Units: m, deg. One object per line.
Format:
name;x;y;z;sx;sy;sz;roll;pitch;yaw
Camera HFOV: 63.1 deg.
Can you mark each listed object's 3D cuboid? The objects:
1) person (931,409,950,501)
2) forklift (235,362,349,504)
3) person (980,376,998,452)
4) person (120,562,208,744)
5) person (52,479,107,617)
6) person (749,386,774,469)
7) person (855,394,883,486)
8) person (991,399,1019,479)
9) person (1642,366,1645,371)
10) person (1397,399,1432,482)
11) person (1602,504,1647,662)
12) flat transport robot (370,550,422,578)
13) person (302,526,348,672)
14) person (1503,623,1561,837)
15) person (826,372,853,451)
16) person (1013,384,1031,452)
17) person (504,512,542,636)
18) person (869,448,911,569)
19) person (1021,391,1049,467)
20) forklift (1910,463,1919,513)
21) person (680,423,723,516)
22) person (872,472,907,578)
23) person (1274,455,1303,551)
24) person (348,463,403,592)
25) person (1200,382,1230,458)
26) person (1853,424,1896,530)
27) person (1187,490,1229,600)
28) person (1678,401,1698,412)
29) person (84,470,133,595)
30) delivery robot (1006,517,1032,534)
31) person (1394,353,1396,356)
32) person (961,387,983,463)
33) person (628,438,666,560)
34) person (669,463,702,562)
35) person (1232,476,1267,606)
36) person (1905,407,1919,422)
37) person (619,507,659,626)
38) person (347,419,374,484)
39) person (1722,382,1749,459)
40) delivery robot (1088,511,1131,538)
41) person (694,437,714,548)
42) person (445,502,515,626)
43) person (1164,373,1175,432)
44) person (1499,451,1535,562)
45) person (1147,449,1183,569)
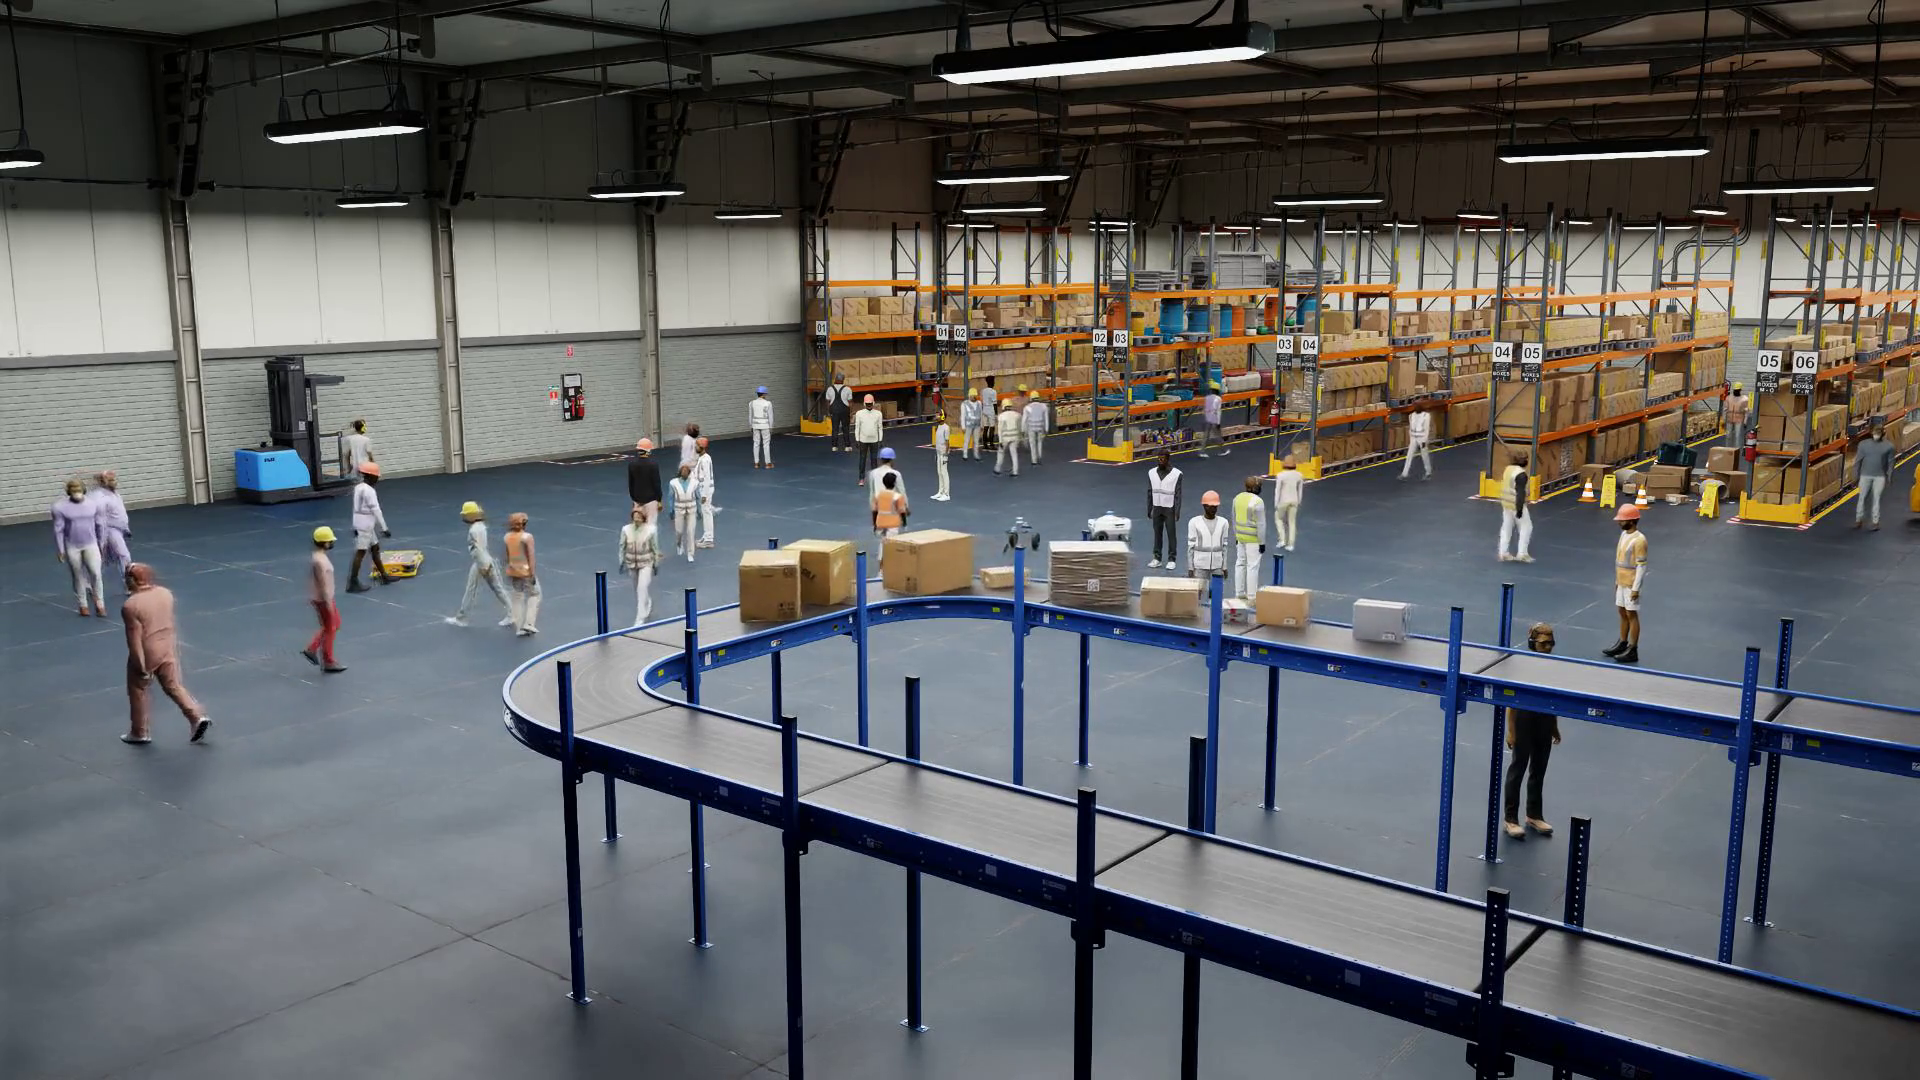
person;-0.384;-1.748;32.042;0.328;1.872;0.514;-4;11;-23
forklift;-13.803;-2.244;32.110;1.129;2.768;1.873;8;13;37
person;0.777;-3.262;40.286;0.367;1.966;0.607;-8;13;-38
person;-8.099;1.143;15.767;0.879;1.873;0.634;4;11;19
person;-11.990;0.130;21.360;0.629;1.902;0.883;-7;12;-34
person;-4.694;-2.667;37.026;0.605;1.937;0.412;3;11;19
person;-1.986;-2.190;34.174;0.611;1.996;0.378;-2;10;-10
person;1.047;-2.302;35.387;0.609;1.784;0.934;-6;12;-29
person;20.108;-4.188;45.799;1.012;1.870;0.563;-6;12;-29
person;10.186;-2.207;34.754;1.005;1.834;0.594;-8;13;-38
person;8.145;0.517;19.119;0.382;1.930;0.547;0;10;0
flat transport robot;-8.921;0.364;24.772;0.652;0.197;1.431;-3;10;-14
person;-7.554;0.701;18.585;0.421;1.750;0.539;-5;11;-25
person;4.871;1.598;13.275;0.520;1.844;0.330;-3;11;-18
person;-3.088;-3.301;40.418;0.684;2.000;0.536;2;10;10
person;1.597;-3.129;40.171;0.544;1.738;0.709;-4;11;-22
person;-5.693;0.447;20.361;0.532;1.618;0.406;6;11;29
person;-1.096;-0.530;25.084;0.616;1.920;0.774;9;13;40
person;1.766;-2.664;37.347;0.633;1.806;0.669;-2;10;-10
forklift;19.034;-1.348;28.998;2.313;2.155;1.214;8;13;37
person;-5.025;-1.340;29.946;0.941;1.791;0.657;0;10;2
person;-1.104;-0.217;24.024;0.541;1.657;0.870;5;11;26
person;5.533;-0.633;26.455;0.534;1.616;0.474;-3;10;-15
person;-8.754;-0.201;23.288;0.897;1.879;0.598;-7;12;-34
person;6.338;-2.994;39.034;0.983;1.871;0.608;-8;13;-37
person;16.654;-1.157;28.525;0.635;1.936;0.355;6;12;32
person;3.206;0.320;20.197;0.543;1.942;0.354;-2;10;-10
person;21.464;-4.203;45.849;1.032;1.873;0.753;5;11;27
person;-12.400;-0.102;22.785;0.938;1.873;0.641;-2;10;-13
delivery robot;1.013;-0.265;26.520;0.335;0.223;0.698;4;11;24
person;14.831;-5.626;53.901;0.314;1.861;0.511;7;12;34
person;0.304;-2.800;38.070;0.597;1.828;0.404;-5;11;-28
person;-5.133;-0.669;25.608;0.612;1.997;0.376;5;11;24
person;-4.484;-0.467;25.523;0.528;1.626;0.437;-2;10;-13
person;4.151;-0.002;22.302;0.429;1.839;0.634;-5;11;-27
person;26.594;-3.709;43.744;0.507;1.631;0.268;2;10;12
person;-4.303;0.324;21.126;0.518;1.608;0.766;2;10;12
person;-11.502;-1.403;30.152;0.552;1.849;0.572;3;10;14
person;19.173;-2.961;38.715;0.387;1.922;0.594;-8;13;-39
delivery robot;2.597;-0.252;27.178;0.707;0.478;0.477;-3;10;-14
person;-4.383;-0.818;26.771;0.354;1.883;0.572;-2;10;-12
person;-6.404;0.325;20.881;0.951;1.685;0.494;0;10;-3
person;5.944;-3.852;44.218;0.544;1.749;0.396;10;14;43
person;9.103;-0.545;25.401;0.673;1.819;0.655;-1;10;-5
person;3.260;-0.506;24.943;0.592;1.912;0.382;6;12;32
